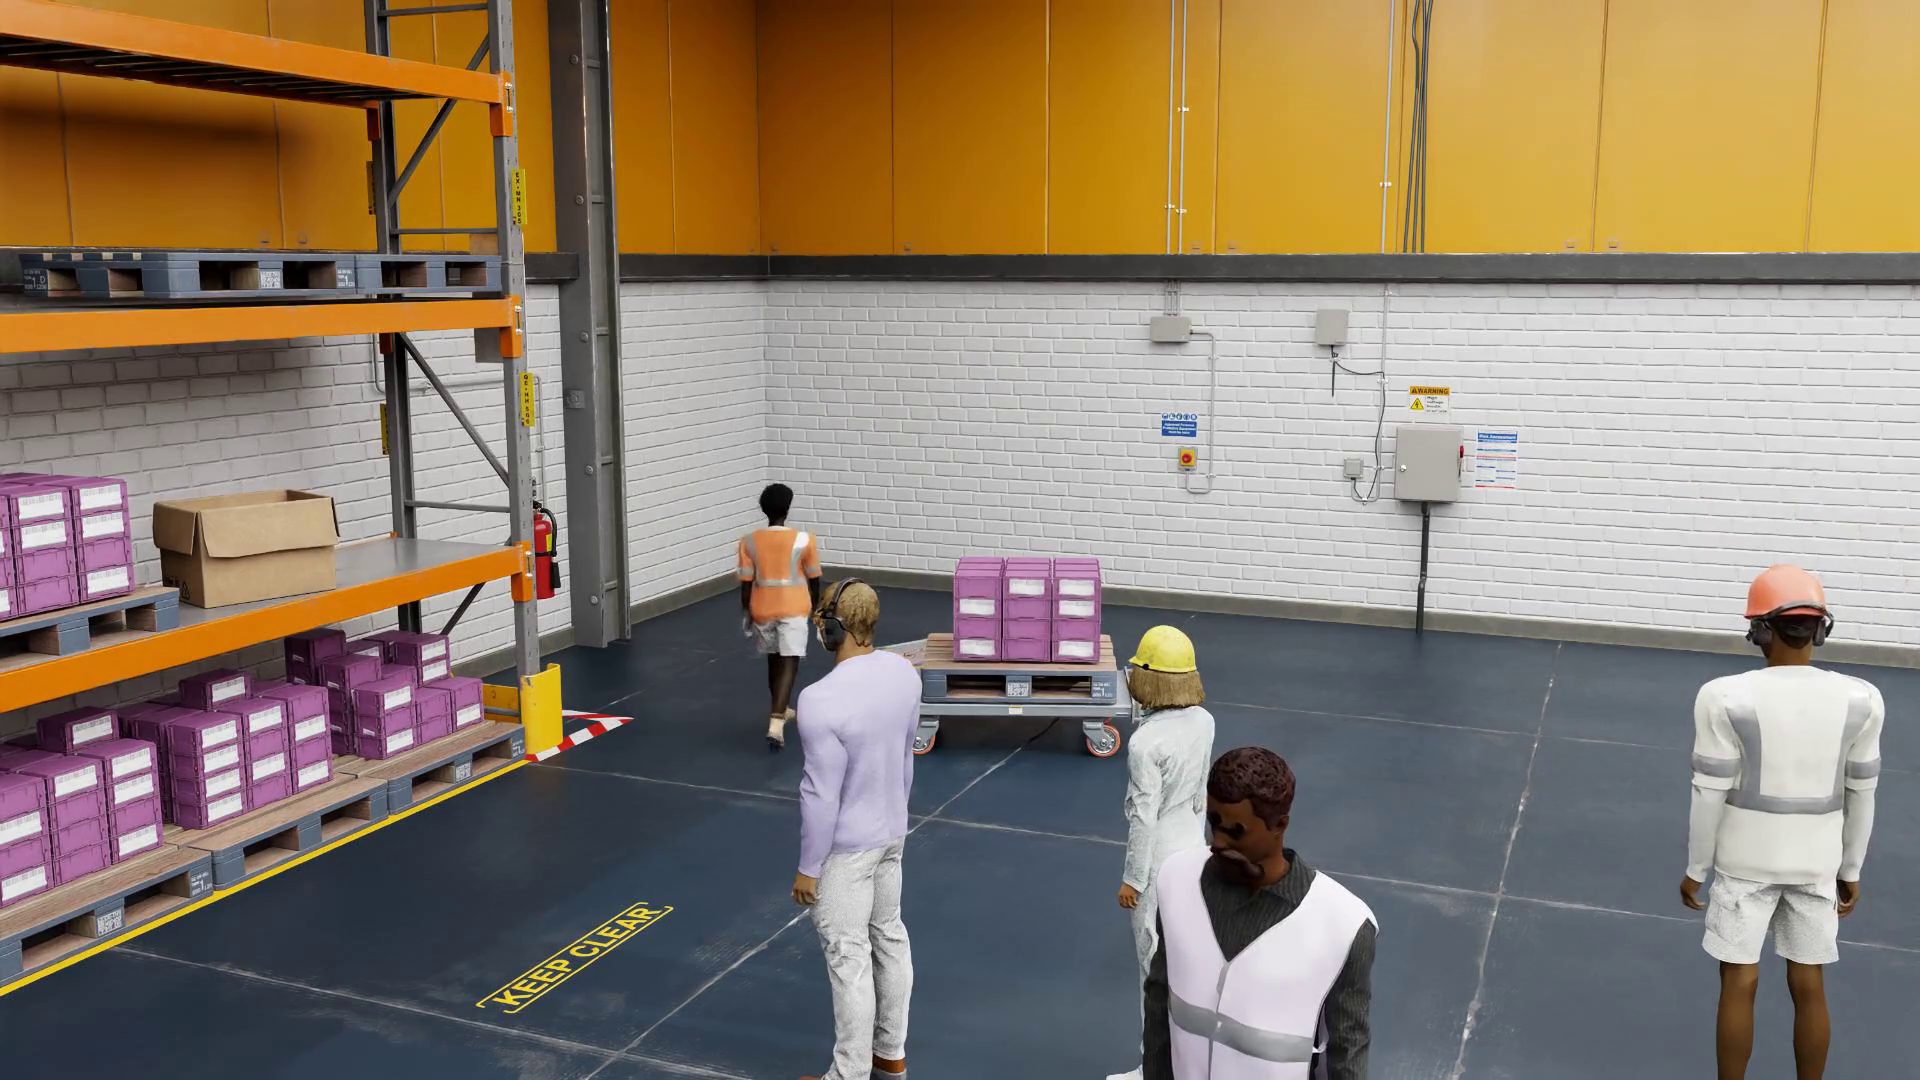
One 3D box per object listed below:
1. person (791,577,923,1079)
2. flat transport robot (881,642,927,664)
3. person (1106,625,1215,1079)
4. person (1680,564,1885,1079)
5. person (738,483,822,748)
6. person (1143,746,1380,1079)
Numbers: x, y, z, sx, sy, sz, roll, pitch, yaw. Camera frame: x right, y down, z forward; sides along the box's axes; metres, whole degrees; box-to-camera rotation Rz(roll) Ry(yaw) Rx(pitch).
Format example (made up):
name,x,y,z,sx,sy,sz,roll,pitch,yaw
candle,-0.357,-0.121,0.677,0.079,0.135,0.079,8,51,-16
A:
name,x,y,z,sx,sy,sz,roll,pitch,yaw
person,-0.383,1.089,5.995,0.372,1.940,0.632,6,11,30
flat transport robot,-0.127,0.889,12.244,1.431,0.197,0.652,-8,12,-39
person,0.737,1.170,6.096,0.294,1.744,0.487,7,12,36
person,2.775,1.090,5.693,0.606,2.037,0.382,1,9,4
person,-1.164,0.465,10.619,0.522,1.660,0.878,2,10,12
person,0.708,1.419,4.074,0.587,1.913,0.390,7,12,37
